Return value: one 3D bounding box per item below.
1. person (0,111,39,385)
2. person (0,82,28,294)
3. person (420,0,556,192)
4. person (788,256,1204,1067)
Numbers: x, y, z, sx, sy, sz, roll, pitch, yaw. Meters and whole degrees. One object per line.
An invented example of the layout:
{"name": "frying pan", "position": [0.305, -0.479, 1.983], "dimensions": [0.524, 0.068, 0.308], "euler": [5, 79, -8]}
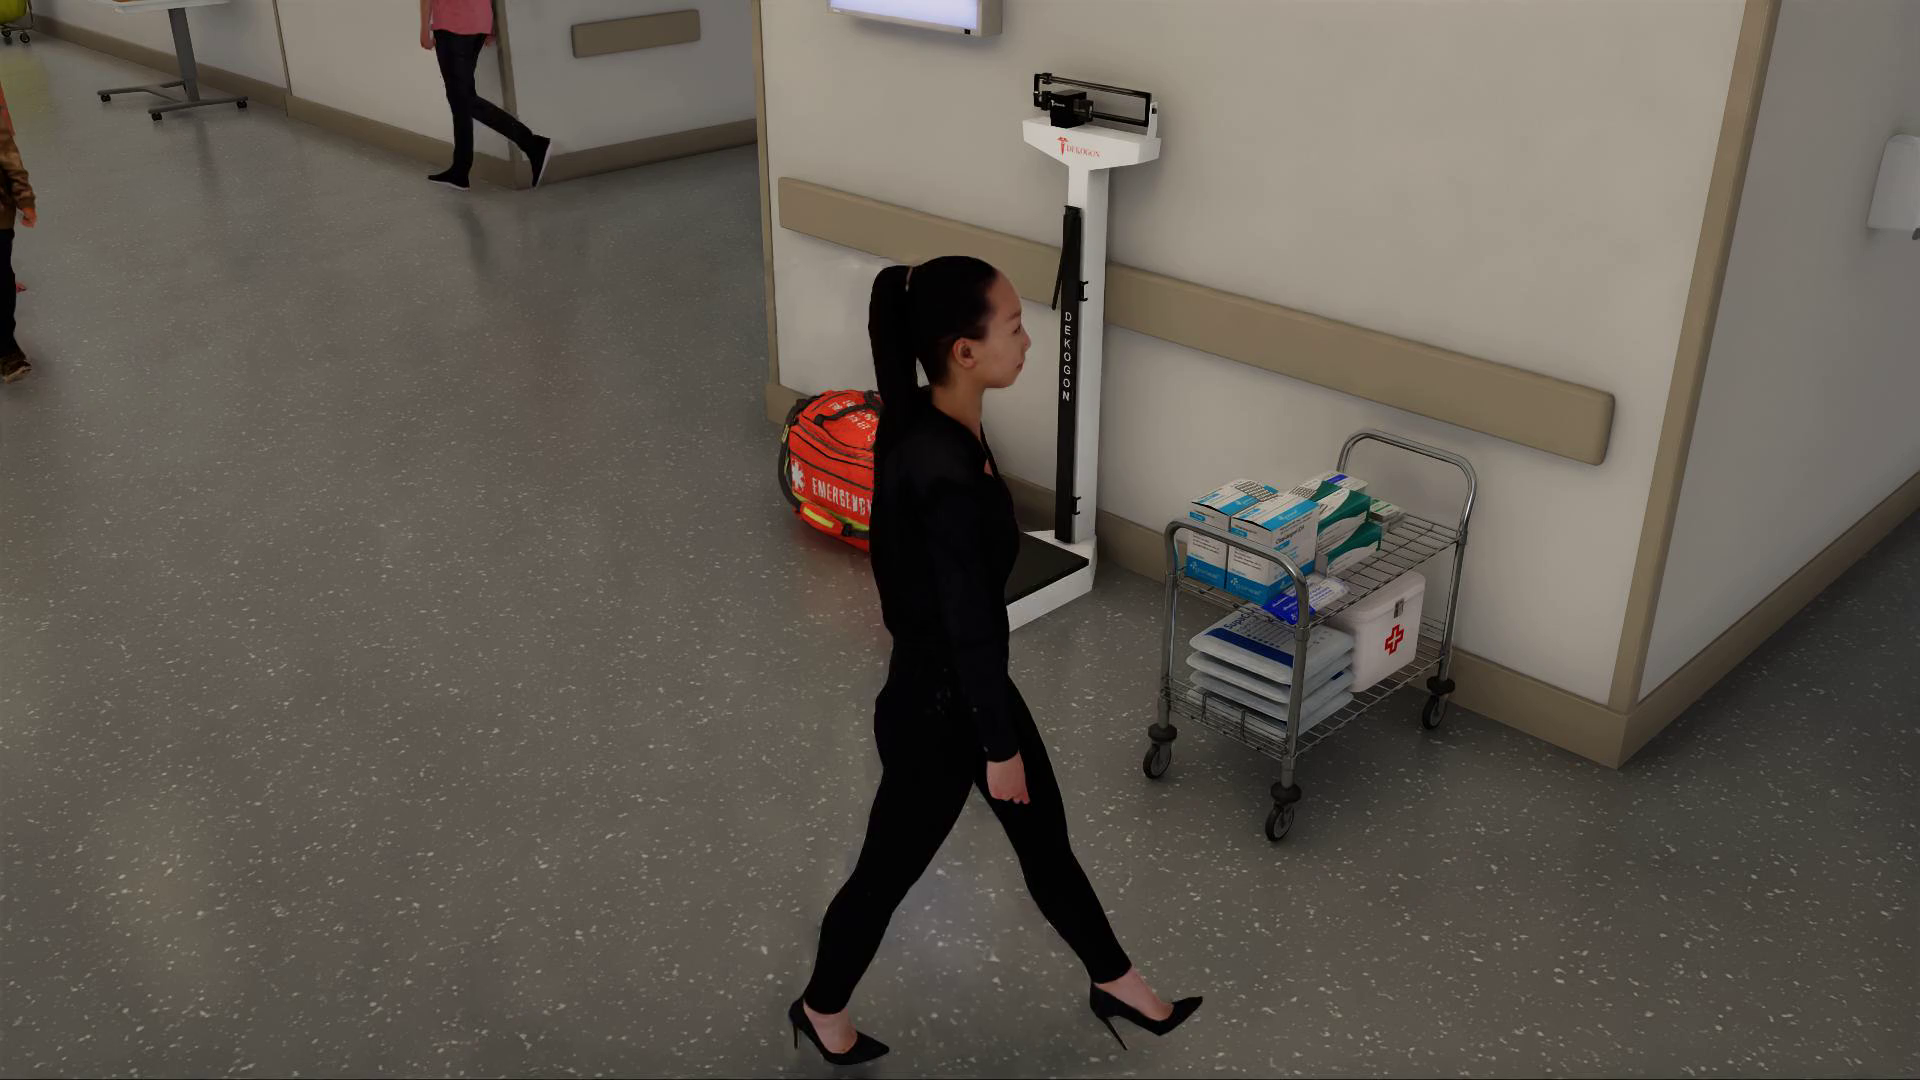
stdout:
{"name": "person", "position": [-4.086, -1.379, 6.832], "dimensions": [0.888, 1.430, 0.602], "euler": [22, 34, 38]}
{"name": "person", "position": [-4.791, -1.999, 7.932], "dimensions": [0.998, 1.591, 0.596], "euler": [21, 33, 36]}
{"name": "person", "position": [-2.750, -2.906, 9.418], "dimensions": [1.226, 1.933, 0.998], "euler": [8, 27, 16]}
{"name": "person", "position": [-0.104, 0.337, 3.006], "dimensions": [1.111, 1.662, 1.038], "euler": [1, 26, 1]}
